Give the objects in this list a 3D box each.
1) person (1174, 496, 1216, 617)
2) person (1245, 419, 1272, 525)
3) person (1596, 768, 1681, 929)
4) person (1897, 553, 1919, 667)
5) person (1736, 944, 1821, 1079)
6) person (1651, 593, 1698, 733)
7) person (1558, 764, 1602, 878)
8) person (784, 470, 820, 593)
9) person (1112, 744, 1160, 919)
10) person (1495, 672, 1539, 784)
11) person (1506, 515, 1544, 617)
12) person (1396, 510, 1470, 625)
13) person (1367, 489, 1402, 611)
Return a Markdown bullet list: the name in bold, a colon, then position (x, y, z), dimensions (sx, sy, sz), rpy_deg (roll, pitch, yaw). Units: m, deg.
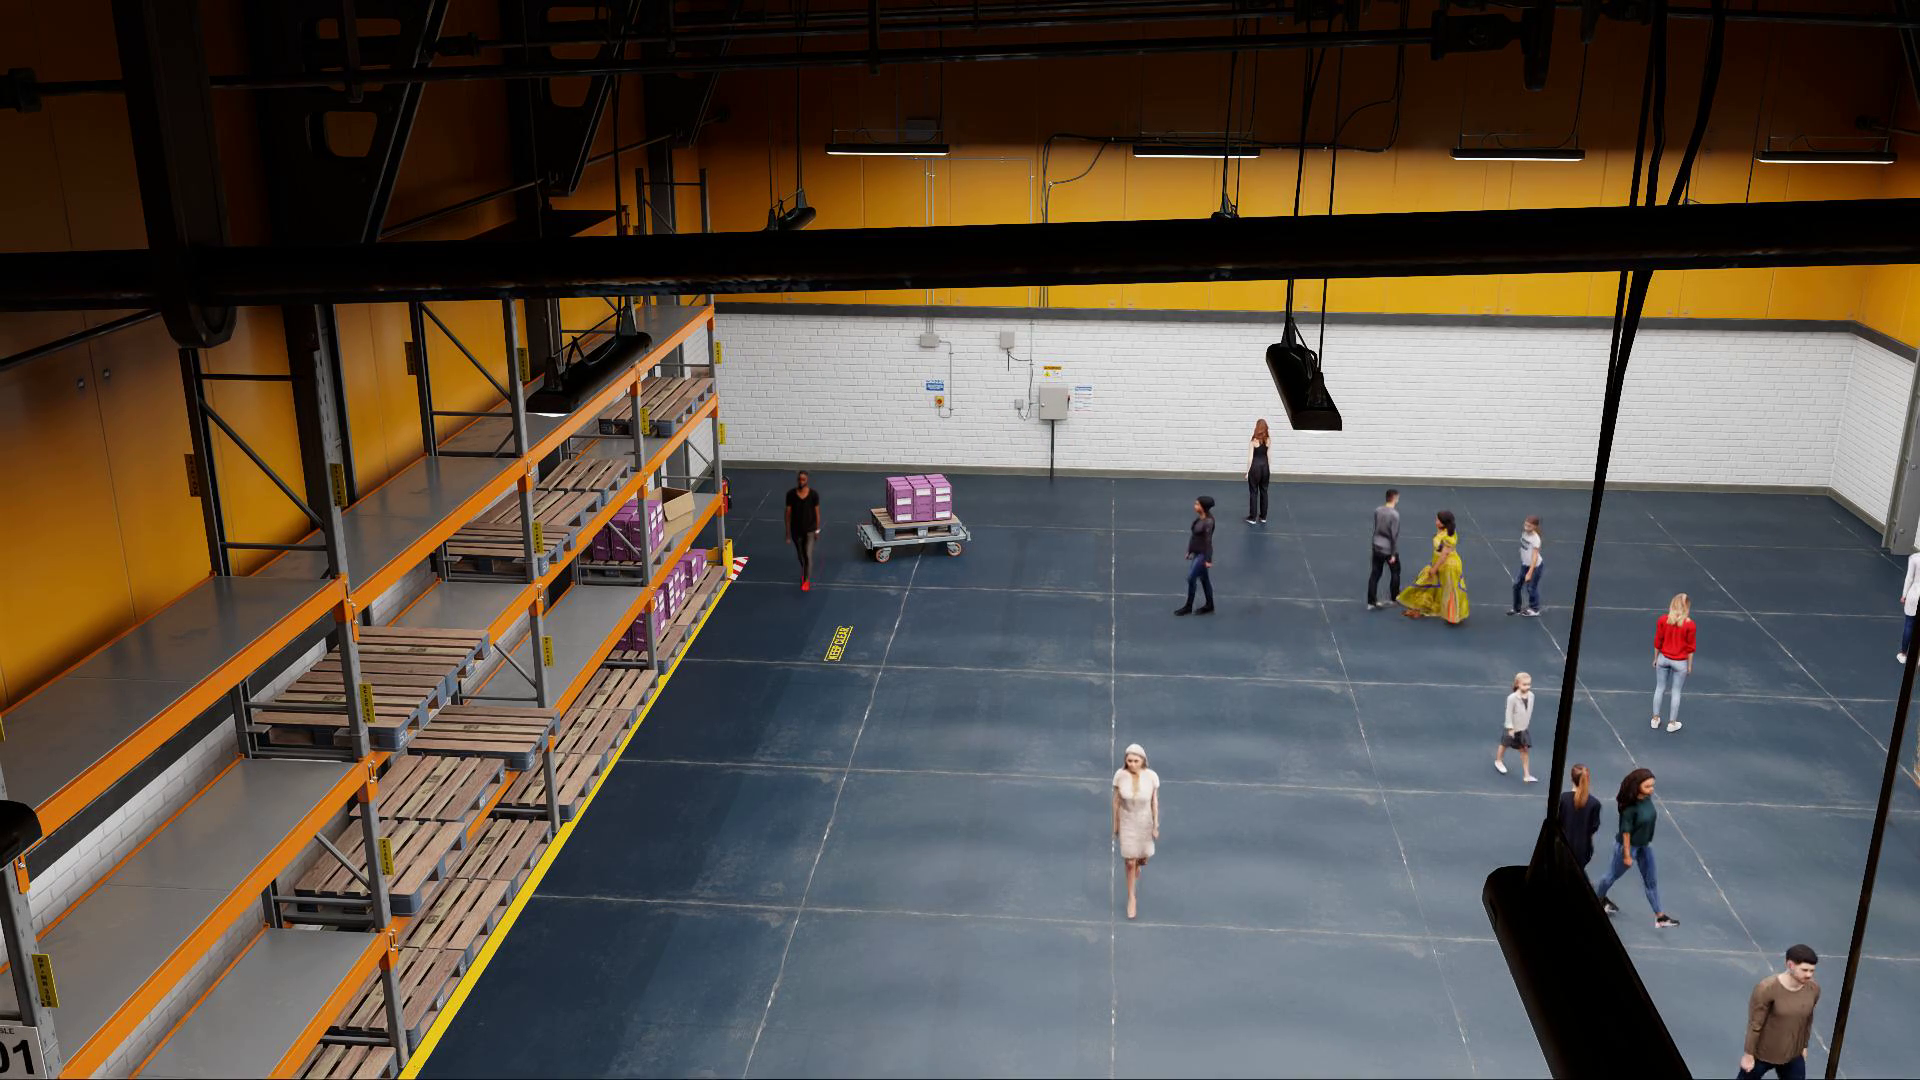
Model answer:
- **person**: position (3.464, 0.227, 23.222), dimensions (0.828, 1.727, 0.867), rpy_deg (-3, 19, -10)
- **person**: position (4.904, -1.136, 27.238), dimensions (0.646, 1.748, 0.649), rpy_deg (-6, 20, -18)
- **person**: position (6.245, 2.859, 15.646), dimensions (1.033, 1.574, 1.119), rpy_deg (-15, 24, -37)
- **person**: position (12.474, 0.761, 21.561), dimensions (0.685, 1.775, 0.667), rpy_deg (10, 21, 28)
- **person**: position (6.074, 3.784, 12.474), dimensions (0.779, 1.846, 1.057), rpy_deg (0, 19, 1)
- **person**: position (8.422, 1.439, 19.658), dimensions (0.688, 1.705, 0.692), rpy_deg (14, 23, 35)
- **person**: position (5.657, 2.891, 15.399), dimensions (0.645, 1.671, 0.732), rpy_deg (3, 19, 9)
- **person**: position (-2.292, -0.166, 24.334), dimensions (0.673, 1.762, 1.192), rpy_deg (1, 19, 3)
- **person**: position (1.671, 2.715, 15.845), dimensions (0.612, 1.719, 0.905), rpy_deg (2, 19, 7)
- **person**: position (6.169, 2.057, 18.547), dimensions (0.676, 1.242, 0.940), rpy_deg (-4, 19, -12)
- **person**: position (7.970, 0.355, 23.166), dimensions (0.802, 1.520, 0.804), rpy_deg (-5, 19, -13)
- **person**: position (6.762, 0.398, 22.887), dimensions (0.835, 1.617, 1.208), rpy_deg (0, 19, -1)
- **person**: position (5.918, 0.156, 23.415), dimensions (1.010, 1.738, 0.954), rpy_deg (-15, 23, -37)
